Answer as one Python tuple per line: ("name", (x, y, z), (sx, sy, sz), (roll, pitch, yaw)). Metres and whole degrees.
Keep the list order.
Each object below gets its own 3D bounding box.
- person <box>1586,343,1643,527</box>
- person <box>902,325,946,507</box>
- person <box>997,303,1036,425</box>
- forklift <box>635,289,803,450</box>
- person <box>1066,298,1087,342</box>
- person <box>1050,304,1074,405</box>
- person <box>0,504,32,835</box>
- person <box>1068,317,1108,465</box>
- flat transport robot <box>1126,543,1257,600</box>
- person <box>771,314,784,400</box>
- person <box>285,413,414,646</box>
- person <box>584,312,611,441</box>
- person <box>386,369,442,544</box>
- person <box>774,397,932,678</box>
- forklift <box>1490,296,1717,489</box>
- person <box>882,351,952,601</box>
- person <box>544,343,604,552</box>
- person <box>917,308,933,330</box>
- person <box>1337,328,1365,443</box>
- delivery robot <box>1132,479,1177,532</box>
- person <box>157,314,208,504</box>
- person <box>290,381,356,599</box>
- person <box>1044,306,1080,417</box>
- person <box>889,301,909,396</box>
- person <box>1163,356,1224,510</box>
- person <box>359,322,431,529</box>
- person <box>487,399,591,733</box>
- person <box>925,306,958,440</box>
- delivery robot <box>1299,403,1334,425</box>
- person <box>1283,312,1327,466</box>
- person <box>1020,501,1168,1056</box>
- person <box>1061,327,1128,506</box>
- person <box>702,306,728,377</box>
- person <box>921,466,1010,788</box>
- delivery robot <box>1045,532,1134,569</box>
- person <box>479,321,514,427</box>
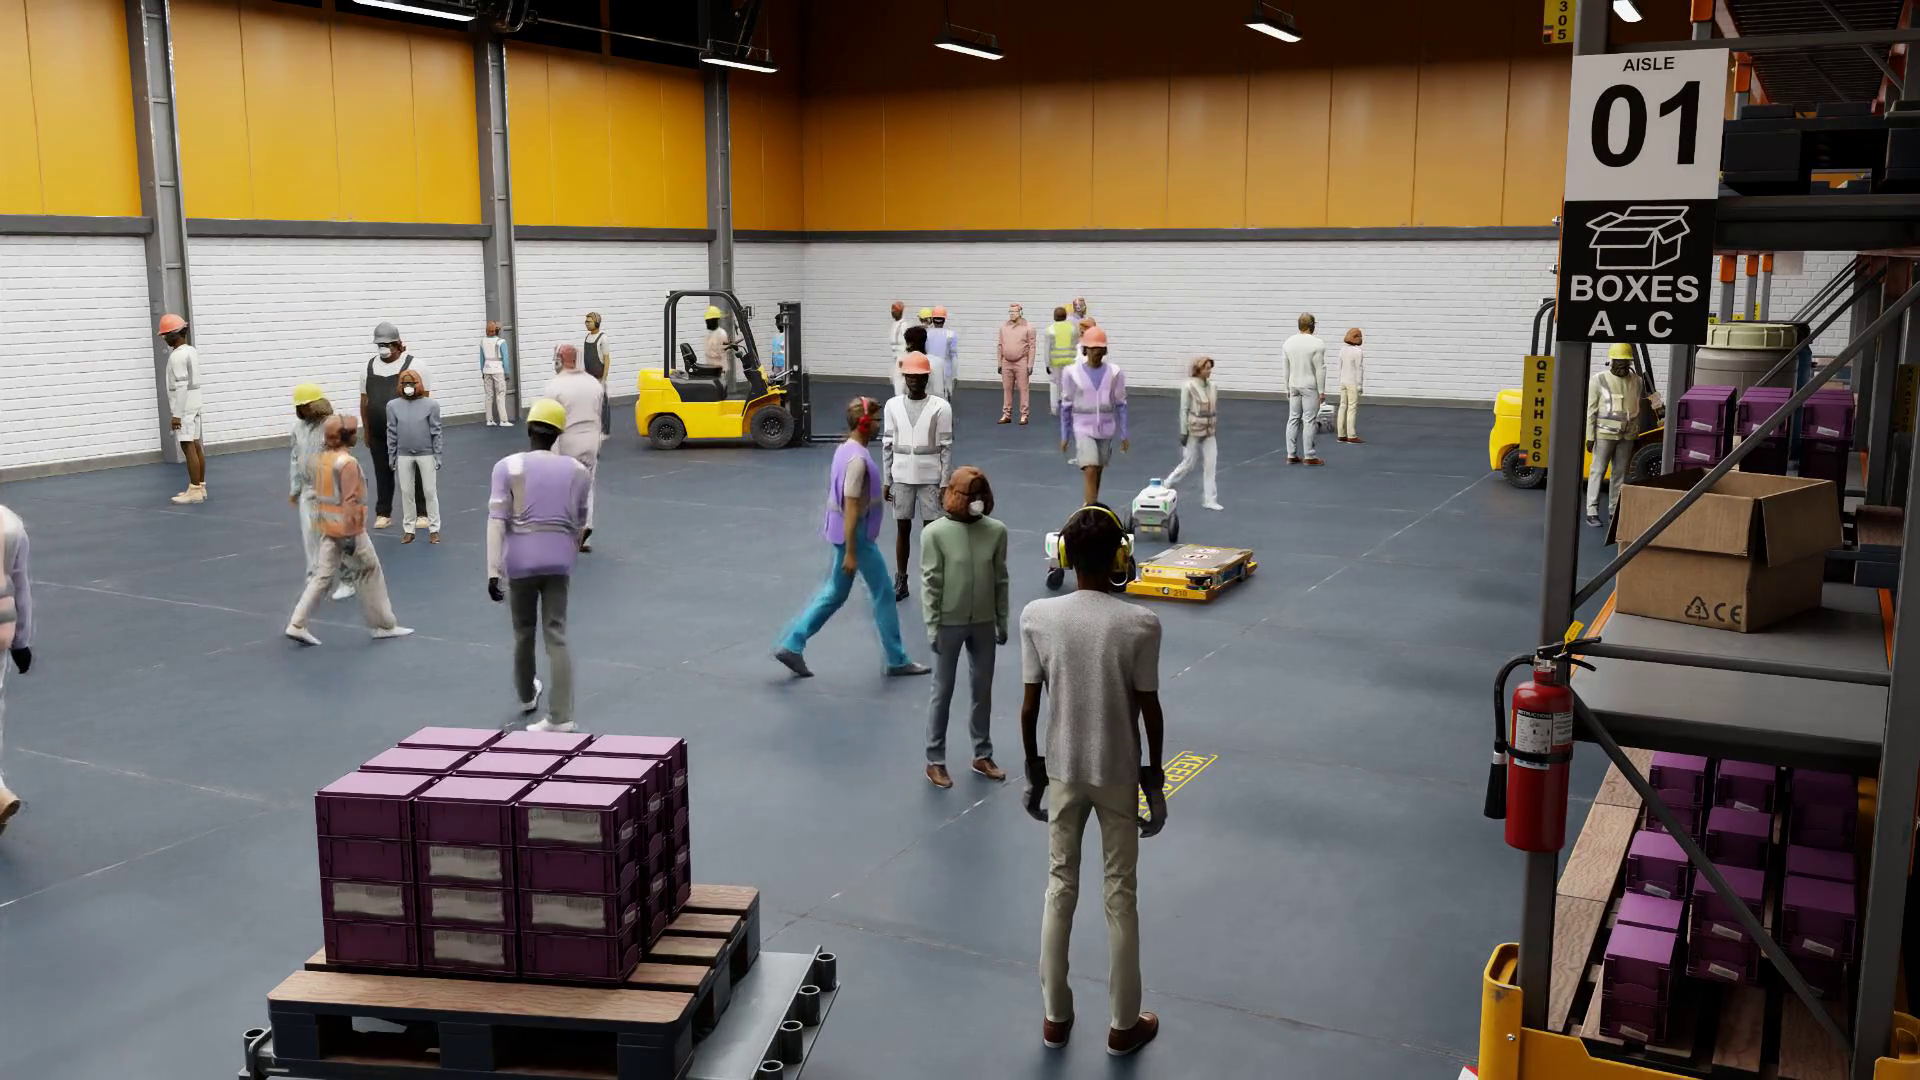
("person", (6.439, -1.039, 16.351), (0.601, 1.830, 0.404), (-2, 10, -12))
("person", (-0.384, -1.296, 17.558), (0.712, 1.924, 0.639), (4, 10, 20))
("person", (0.866, -2.764, 26.120), (0.641, 1.908, 0.407), (5, 11, 25))
("forklift", (-3.358, -2.392, 23.136), (2.313, 2.155, 1.214), (-1, 10, -5))
("person", (2.057, -3.221, 28.758), (0.409, 1.911, 0.650), (6, 11, 30))
("person", (2.054, -3.279, 29.472), (0.859, 1.800, 0.600), (0, 10, -2))
("person", (-4.498, 0.490, 7.554), (0.624, 1.822, 0.664), (5, 11, 26))
("person", (1.626, -1.853, 20.918), (0.362, 1.883, 0.575), (-6, 11, -30))
("flat transport robot", (1.896, 0.241, 13.456), (0.652, 0.197, 1.431), (5, 11, 25))
("person", (-2.930, -2.895, 27.485), (0.534, 1.698, 0.318), (9, 13, 42))
("person", (-4.264, -0.072, 11.414), (0.837, 1.603, 0.526), (-8, 13, -40))
("person", (-5.228, -2.344, 23.865), (0.507, 1.846, 0.346), (8, 13, 39))
("person", (-5.036, -0.768, 15.381), (0.501, 1.625, 0.282), (-1, 10, -4))
("person", (-0.704, -0.006, 10.480), (0.971, 1.802, 0.576), (-2, 10, -11))
("forklift", (7.296, -1.677, 18.993), (2.313, 2.155, 1.214), (5, 11, 27))
("person", (-0.337, -0.480, 12.797), (0.550, 1.940, 0.346), (2, 10, 12))
("person", (-3.436, -0.804, 14.836), (0.471, 1.887, 0.639), (9, 13, 41))
("person", (-0.577, -2.993, 27.846), (0.303, 1.772, 0.530), (-1, 10, -5))
("person", (5.542, -2.186, 23.562), (0.285, 1.633, 0.501), (-4, 11, -21))
("delivery robot", (1.842, -0.337, 15.708), (0.477, 0.478, 0.707), (2, 10, 14))
("person", (-8.363, -1.405, 17.885), (0.387, 2.034, 0.605), (-2, 10, -11))
("person", (-4.931, -0.371, 12.820), (0.525, 1.726, 0.490), (3, 10, 14))
("person", (1.685, -2.932, 27.361), (0.619, 1.817, 0.868), (-1, 10, -4))
("person", (-1.060, -3.125, 28.311), (0.442, 1.873, 0.634), (-3, 10, -17))
("person", (2.486, -1.137, 17.541), (0.518, 1.615, 0.702), (-7, 12, -35))
("person", (-5.505, -1.113, 16.172), (0.689, 2.000, 0.536), (0, 10, 1))
("person", (-2.393, 0.144, 9.446), (0.643, 1.857, 0.851), (-5, 11, -27))
("person", (-0.301, -2.383, 23.830), (0.553, 1.933, 0.368), (1, 10, 4))
("delivery robot", (5.315, -1.941, 24.995), (0.477, 0.478, 0.707), (-4, 11, -20))
("person", (4.359, -1.899, 21.023), (0.372, 1.940, 0.630), (-9, 13, -41))
("person", (0.453, 0.806, 5.589), (0.508, 1.862, 0.329), (3, 10, 18))
("person", (1.292, -1.043, 15.935), (0.623, 1.994, 1.032), (-2, 10, -10))
("person", (-3.598, -2.521, 24.686), (0.637, 1.911, 0.609), (-5, 11, -28))
("person", (0.036, 0.434, 8.421), (0.502, 1.629, 0.280), (-5, 11, -26))
("delivery robot", (1.039, 0.066, 13.375), (0.707, 0.478, 0.477), (1, 10, 5))
("person", (-7.196, -2.565, 25.735), (0.514, 1.642, 0.314), (4, 11, 23))
